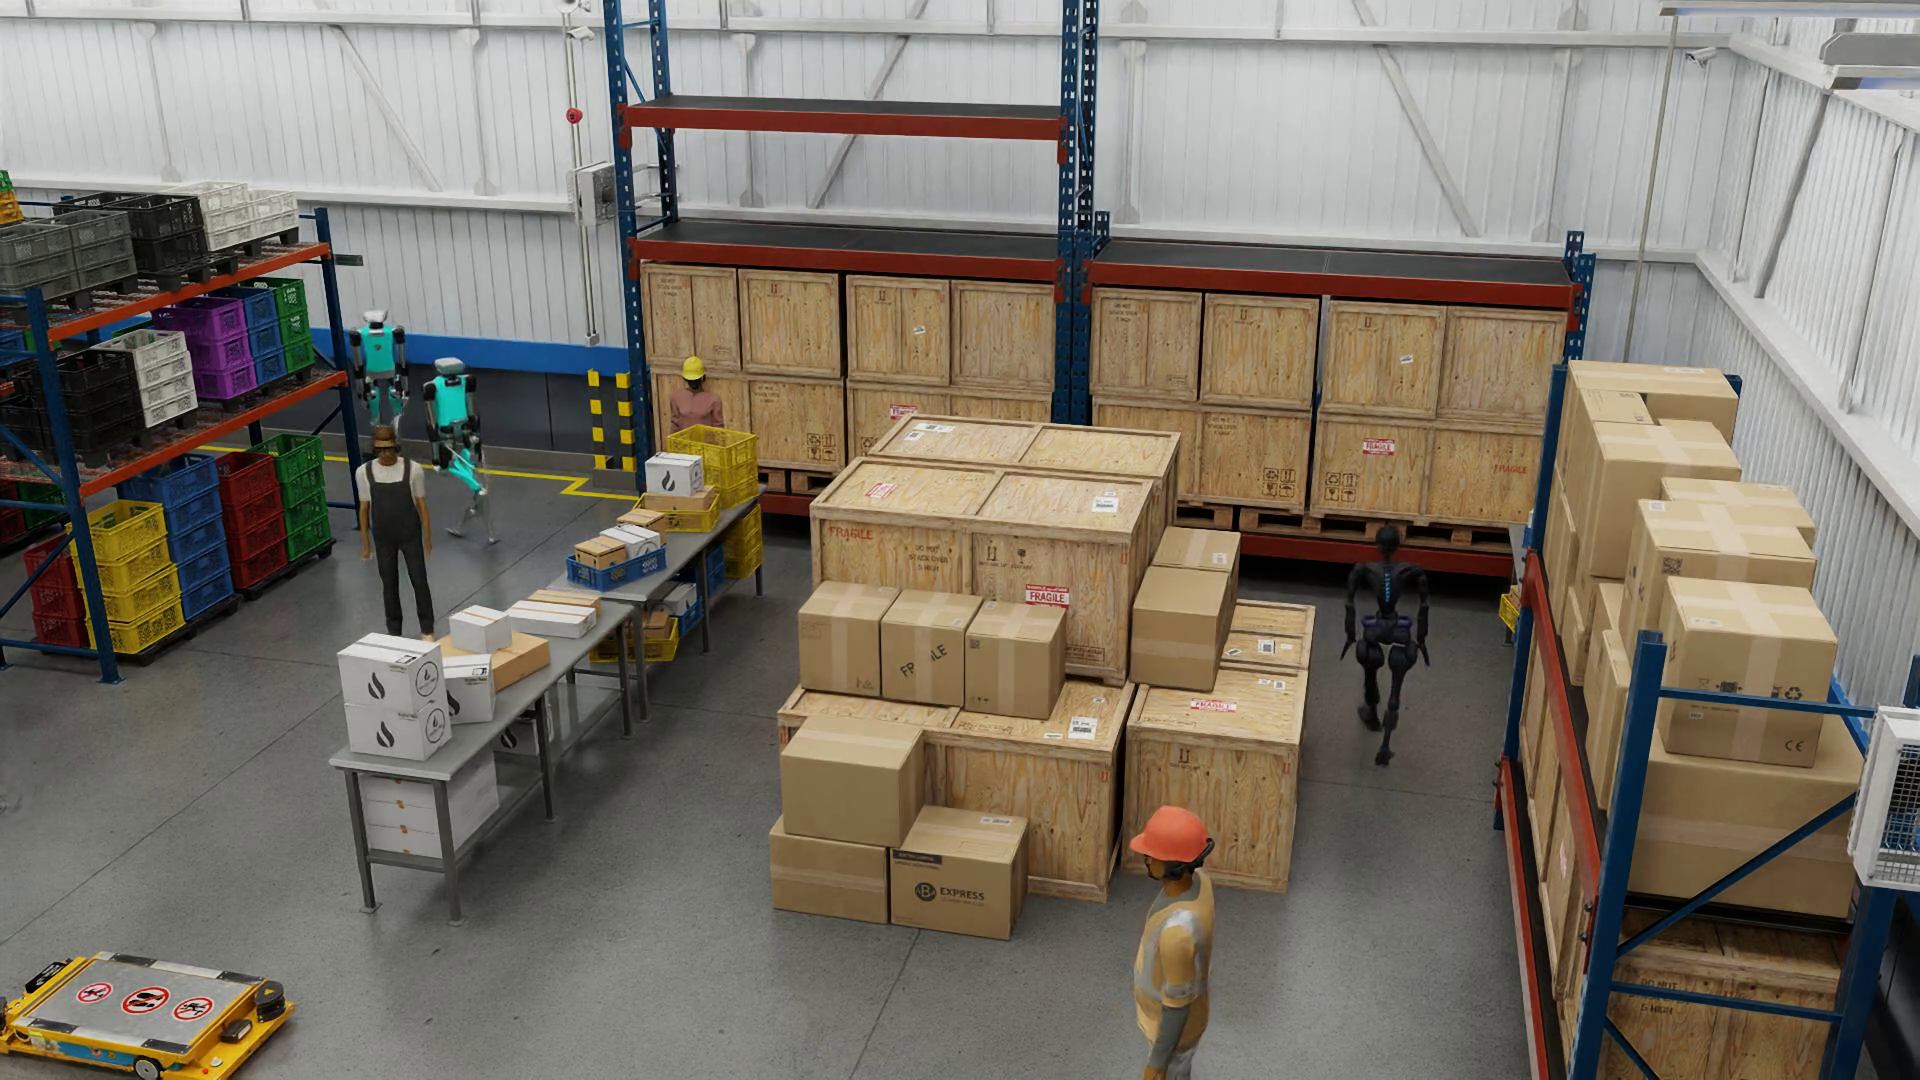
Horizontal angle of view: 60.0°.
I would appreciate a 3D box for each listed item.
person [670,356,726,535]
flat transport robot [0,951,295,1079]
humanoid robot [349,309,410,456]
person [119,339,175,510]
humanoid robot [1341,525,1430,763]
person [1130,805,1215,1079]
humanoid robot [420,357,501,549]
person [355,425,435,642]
[{"bbox_3d":[-2.370,-0.815,15.094,0.522,1.761,0.336,4,21,9],"label":"person"},{"bbox_3d":[-4.270,2.464,8.601,1.431,0.231,0.659,5,22,13],"label":"flat transport robot"},{"bbox_3d":[-5.909,-1.537,17.067,0.541,1.803,0.823,-7,22,-17],"label":"humanoid robot"},{"bbox_3d":[-7.309,-0.907,14.969,0.415,2.032,0.622,6,22,15],"label":"person"},{"bbox_3d":[2.923,0.668,11.382,0.605,1.626,0.705,5,21,12],"label":"humanoid robot"},{"bbox_3d":[0.888,2.059,7.178,0.367,2.044,0.607,4,21,11],"label":"person"},{"bbox_3d":[-4.381,-0.728,14.967,1.035,1.776,0.538,16,26,36],"label":"humanoid robot"},{"bbox_3d":[-4.363,-0.014,12.882,0.502,1.840,0.338,-5,21,-12],"label":"person"}]
